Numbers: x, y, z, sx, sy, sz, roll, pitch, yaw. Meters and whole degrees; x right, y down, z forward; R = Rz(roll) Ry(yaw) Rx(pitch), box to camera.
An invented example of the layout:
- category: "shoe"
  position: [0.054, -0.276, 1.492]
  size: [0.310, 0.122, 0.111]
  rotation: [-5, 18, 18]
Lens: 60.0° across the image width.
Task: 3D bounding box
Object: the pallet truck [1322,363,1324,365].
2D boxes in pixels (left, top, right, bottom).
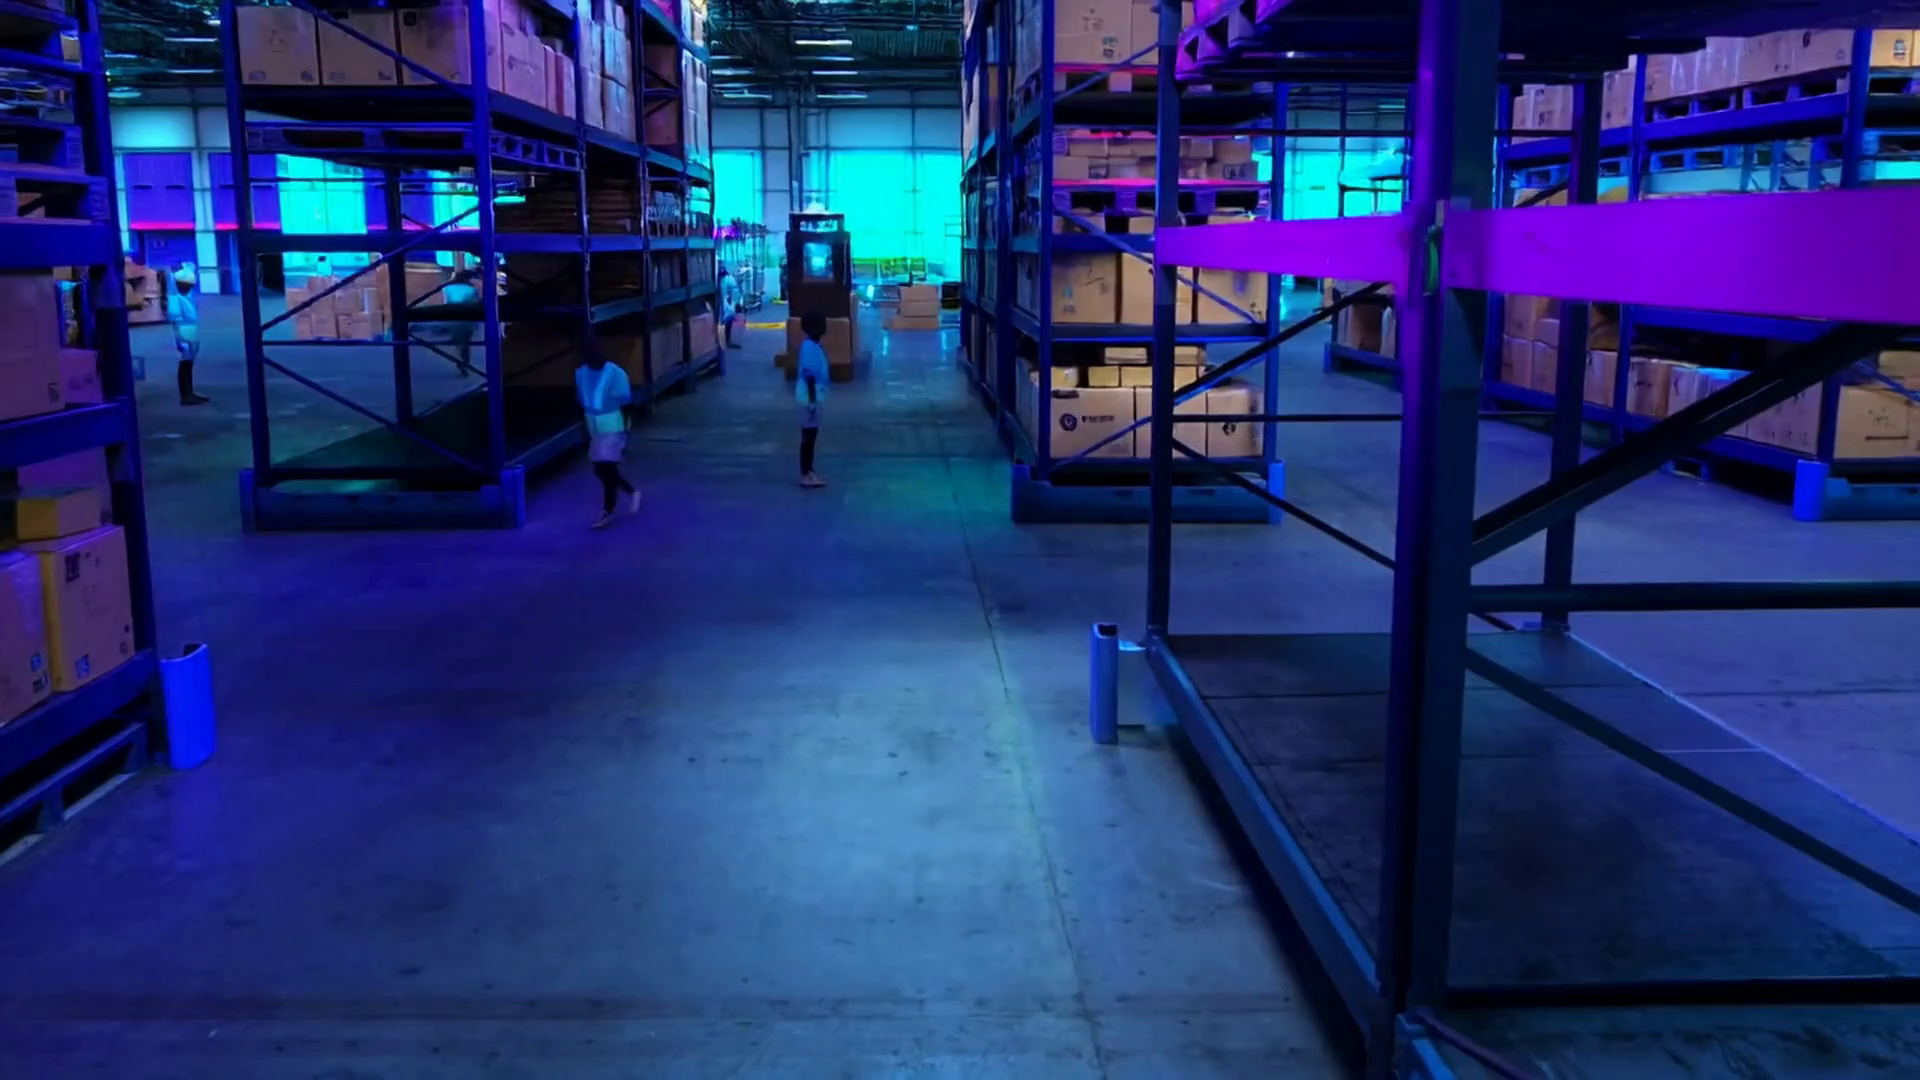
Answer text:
- category: "pallet truck"
  position: [7.712, -4.157, 30.737]
  size: [1.885, 1.965, 0.823]
  rotation: [3, 11, 16]

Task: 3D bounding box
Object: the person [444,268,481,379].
- category: "person"
  position: [-8.522, -3.712, 28.527]
  size: [0.624, 1.896, 0.448]
  rotation: [2, 10, 11]

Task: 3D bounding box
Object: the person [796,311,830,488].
- category: "person"
  position: [-1.400, -1.346, 15.951]
  size: [0.324, 1.689, 0.574]
  rotation: [0, 10, 2]

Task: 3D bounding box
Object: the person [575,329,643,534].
- category: "person"
  position: [-2.831, -0.907, 13.581]
  size: [0.538, 1.666, 0.645]
  rotation: [6, 12, 29]

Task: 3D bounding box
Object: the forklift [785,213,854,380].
- category: "forklift"
  position: [-2.404, -4.165, 28.323]
  size: [1.129, 2.768, 1.873]
  rotation: [0, 10, -2]

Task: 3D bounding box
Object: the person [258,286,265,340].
- category: "person"
  position: [-16.726, -5.558, 39.385]
  size: [0.318, 1.696, 0.537]
  rotation: [0, 10, -2]

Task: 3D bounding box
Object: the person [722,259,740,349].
- category: "person"
  position: [-5.021, -5.178, 36.590]
  size: [0.436, 1.956, 0.632]
  rotation: [0, 10, 0]

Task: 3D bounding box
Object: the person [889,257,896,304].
- category: "person"
  position: [-2.523, -9.820, 62.999]
  size: [0.295, 1.744, 0.488]
  rotation: [0, 10, -2]

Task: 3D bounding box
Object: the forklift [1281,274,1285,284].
- category: "forklift"
  position: [12.240, -10.302, 62.509]
  size: [1.129, 2.768, 1.873]
  rotation: [0, 10, -2]

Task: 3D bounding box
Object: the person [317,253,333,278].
- category: "person"
  position: [-23.937, -9.808, 62.498]
  size: [0.871, 1.889, 0.619]
  rotation: [4, 11, 23]

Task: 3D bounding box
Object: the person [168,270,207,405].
- category: "person"
  position: [-11.149, -2.917, 23.988]
  size: [0.351, 1.942, 0.547]
  rotation: [0, 10, -2]

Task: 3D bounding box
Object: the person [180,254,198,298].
- category: "person"
  position: [-31.223, -10.645, 67.357]
  size: [0.454, 1.827, 0.652]
  rotation: [9, 14, 42]

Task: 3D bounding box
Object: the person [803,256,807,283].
- category: "person"
  position: [-5.851, -9.657, 61.876]
  size: [0.535, 1.817, 0.548]
  rotation: [-1, 10, -5]
